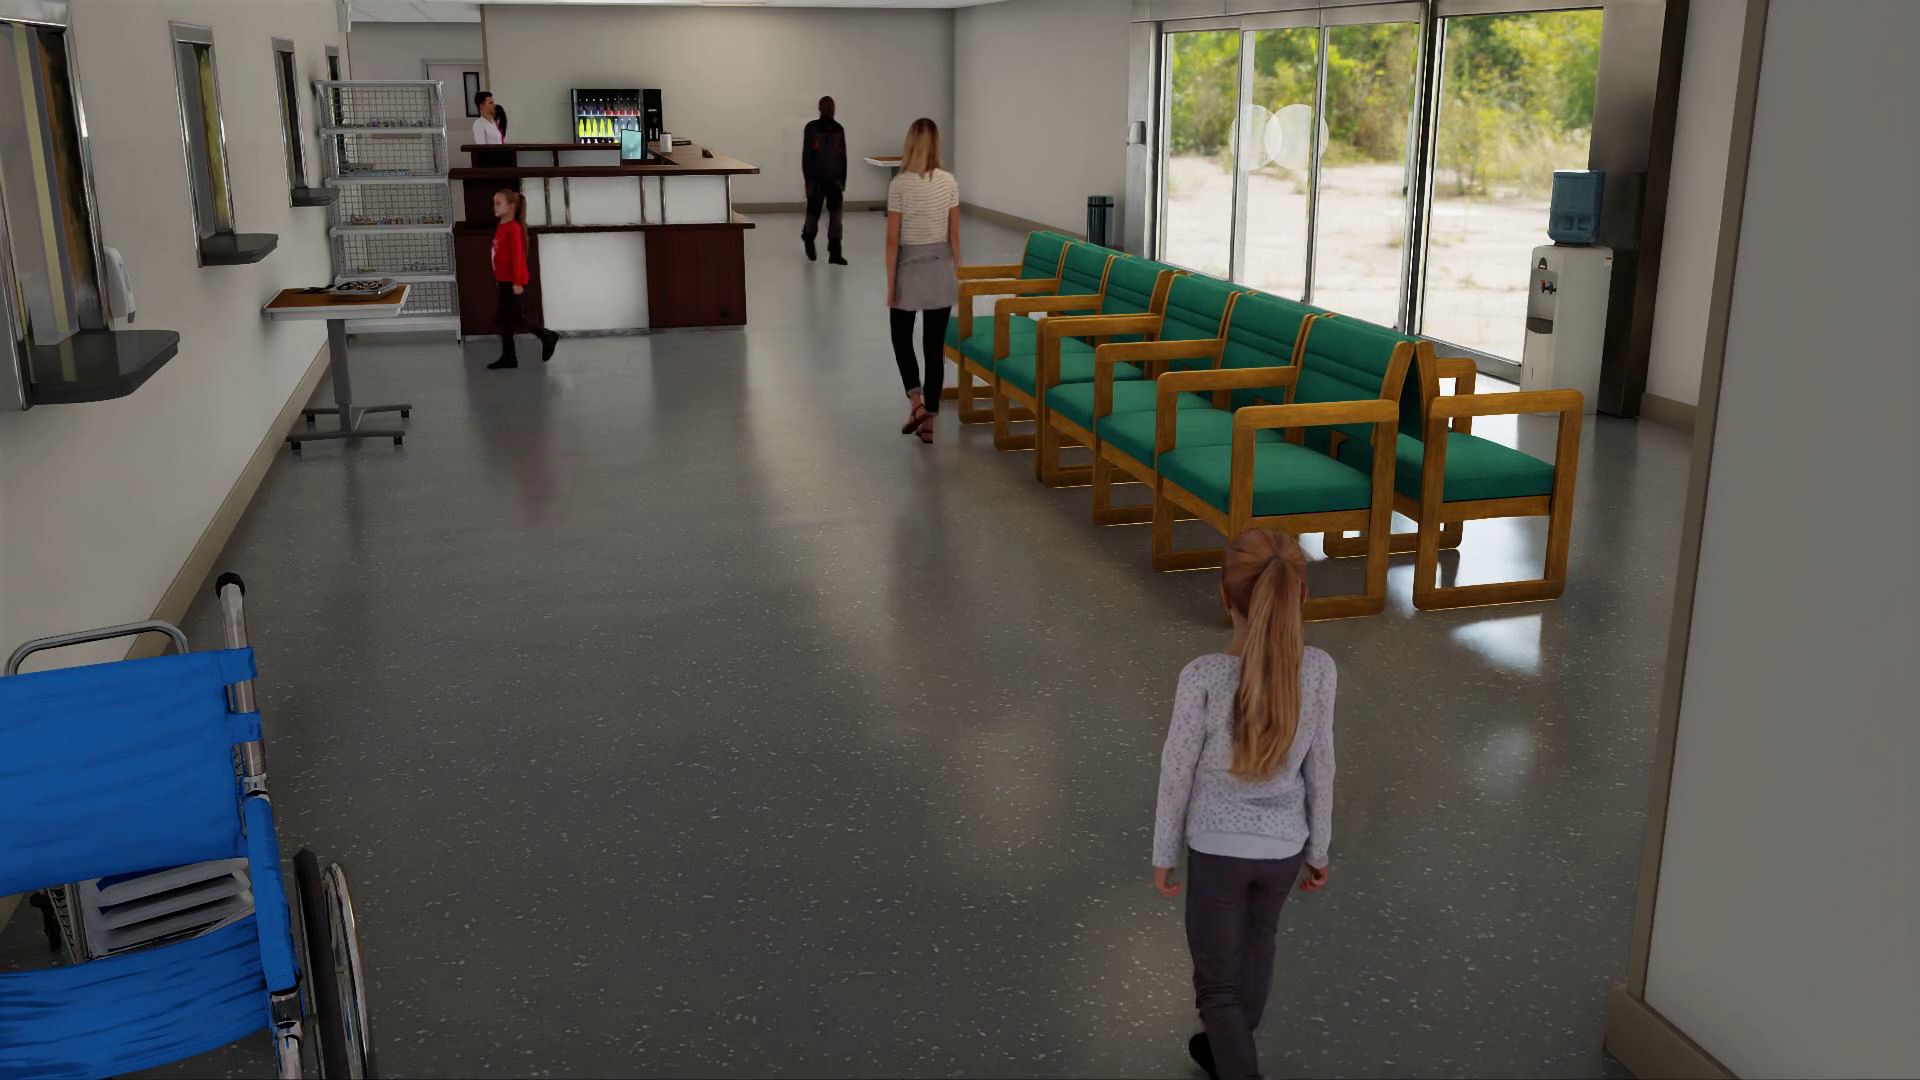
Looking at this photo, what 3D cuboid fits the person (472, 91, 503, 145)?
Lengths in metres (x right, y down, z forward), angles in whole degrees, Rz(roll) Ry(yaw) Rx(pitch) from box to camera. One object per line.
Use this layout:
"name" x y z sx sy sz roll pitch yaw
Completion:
"person" -5.520 -4.321 19.553 0.689 1.852 0.733 1 16 4

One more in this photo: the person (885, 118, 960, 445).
"person" -0.177 -1.426 9.344 0.603 1.819 0.654 -4 16 -14

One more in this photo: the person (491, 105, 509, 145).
"person" -5.538 -4.437 20.264 0.586 1.689 0.567 -4 16 -15

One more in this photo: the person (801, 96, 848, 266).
"person" -1.537 -3.971 18.409 1.119 1.798 0.837 -6 17 -22

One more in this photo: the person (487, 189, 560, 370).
"person" -3.146 -1.847 11.850 0.817 1.270 0.659 -12 20 -36

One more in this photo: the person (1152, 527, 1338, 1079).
"person" 0.555 0.614 3.135 0.825 1.261 0.594 -3 16 -11
